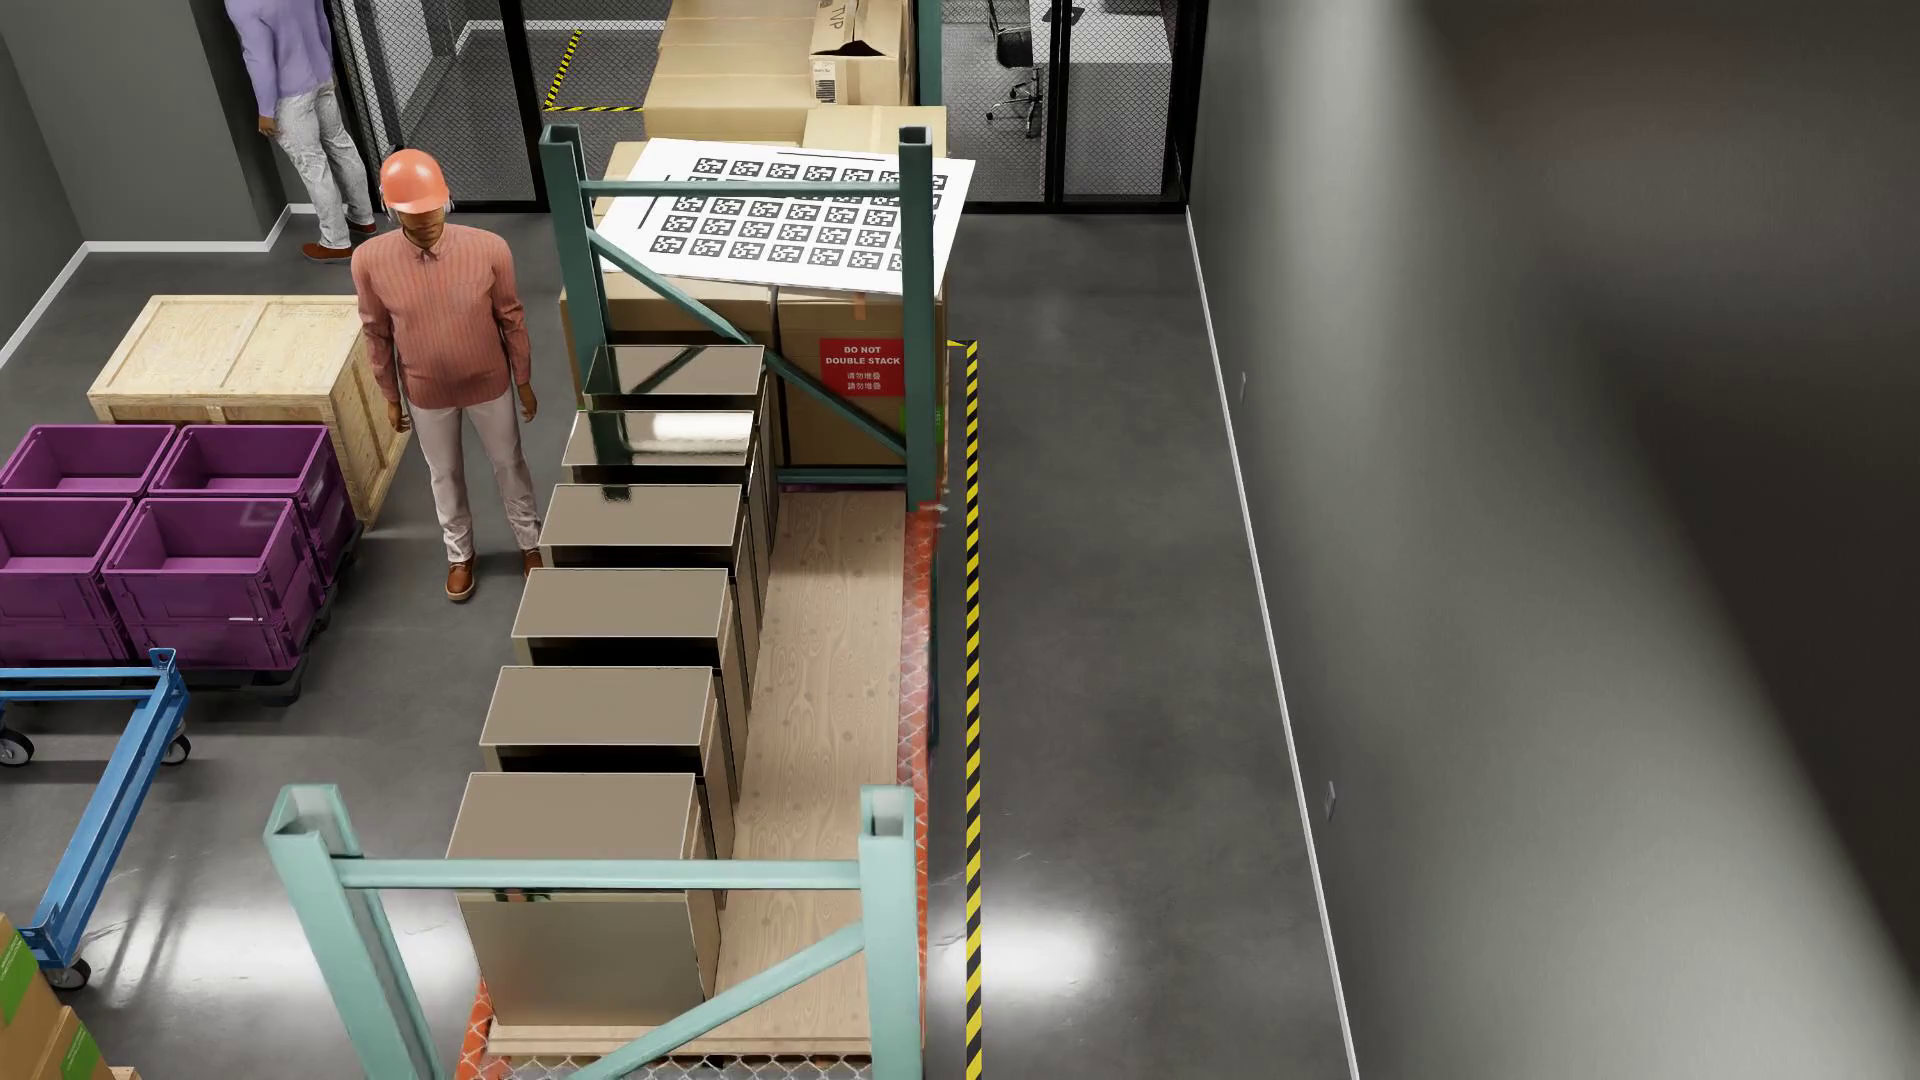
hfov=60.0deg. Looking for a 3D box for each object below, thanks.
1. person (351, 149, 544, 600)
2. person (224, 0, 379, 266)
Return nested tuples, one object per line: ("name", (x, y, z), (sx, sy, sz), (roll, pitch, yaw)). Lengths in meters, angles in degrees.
("person", (-1.979, -0.621, 6.552), (0.612, 1.997, 0.376), (-10, 42, -11))
("person", (-3.414, -2.336, 8.557), (0.359, 1.937, 0.632), (12, 43, 13))
